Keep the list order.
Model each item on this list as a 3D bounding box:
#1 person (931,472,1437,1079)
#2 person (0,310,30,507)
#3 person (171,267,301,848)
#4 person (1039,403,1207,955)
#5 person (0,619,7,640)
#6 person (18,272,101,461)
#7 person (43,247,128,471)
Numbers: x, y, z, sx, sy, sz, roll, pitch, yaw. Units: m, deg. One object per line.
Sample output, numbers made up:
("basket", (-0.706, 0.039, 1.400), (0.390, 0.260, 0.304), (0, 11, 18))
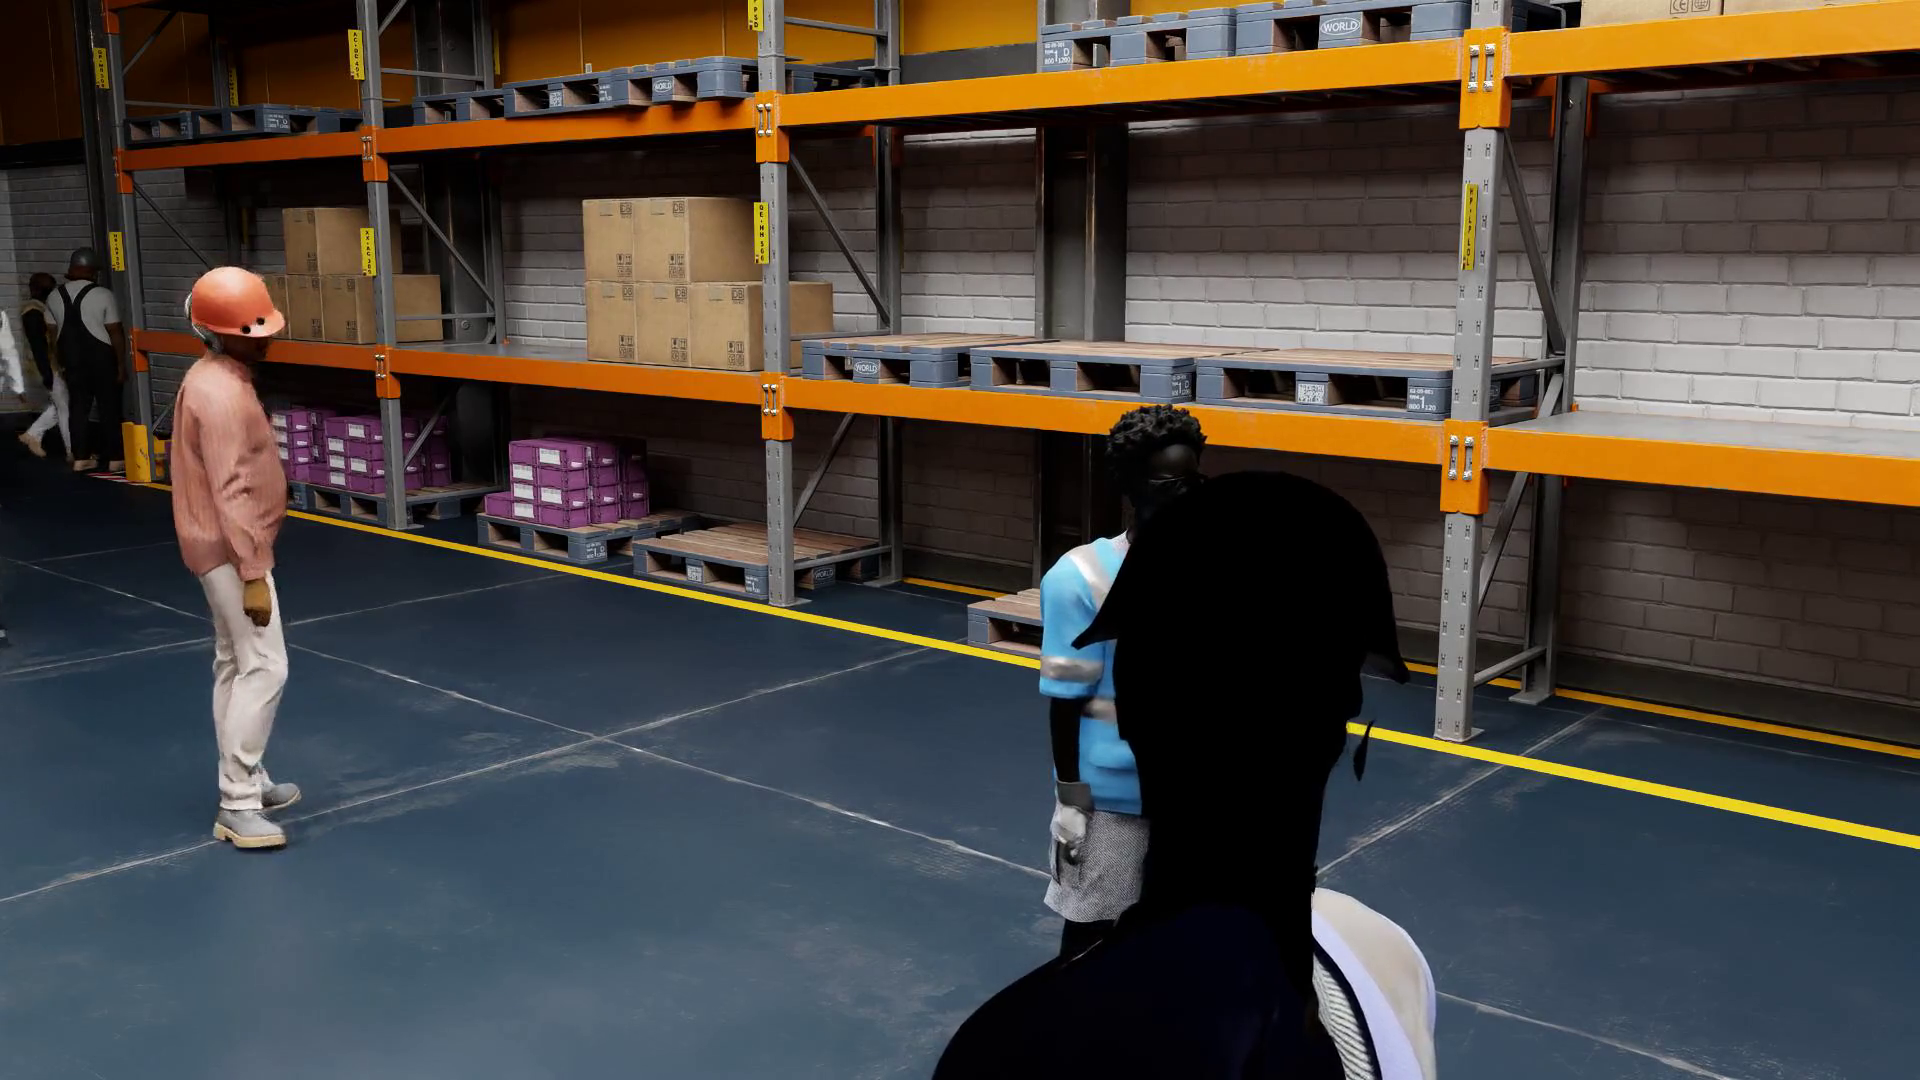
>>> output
("person", (0.165, 0.877, 1.088), (0.370, 1.933, 0.550), (8, 13, 40))
("person", (-7.494, -1.139, 12.772), (0.766, 1.859, 0.594), (8, 13, 37))
("person", (-2.478, 0.062, 5.688), (0.361, 1.961, 0.698), (-5, 11, -28))
("person", (0.405, 0.547, 3.642), (0.533, 1.697, 0.322), (-6, 11, -30))
("person", (-5.285, -0.338, 8.474), (0.956, 1.786, 0.585), (7, 12, 35))
("person", (-8.565, -1.620, 15.698), (0.624, 1.805, 0.652), (-2, 10, -13))
("person", (-7.890, -1.649, 15.168), (0.688, 2.000, 0.536), (1, 10, 6))
